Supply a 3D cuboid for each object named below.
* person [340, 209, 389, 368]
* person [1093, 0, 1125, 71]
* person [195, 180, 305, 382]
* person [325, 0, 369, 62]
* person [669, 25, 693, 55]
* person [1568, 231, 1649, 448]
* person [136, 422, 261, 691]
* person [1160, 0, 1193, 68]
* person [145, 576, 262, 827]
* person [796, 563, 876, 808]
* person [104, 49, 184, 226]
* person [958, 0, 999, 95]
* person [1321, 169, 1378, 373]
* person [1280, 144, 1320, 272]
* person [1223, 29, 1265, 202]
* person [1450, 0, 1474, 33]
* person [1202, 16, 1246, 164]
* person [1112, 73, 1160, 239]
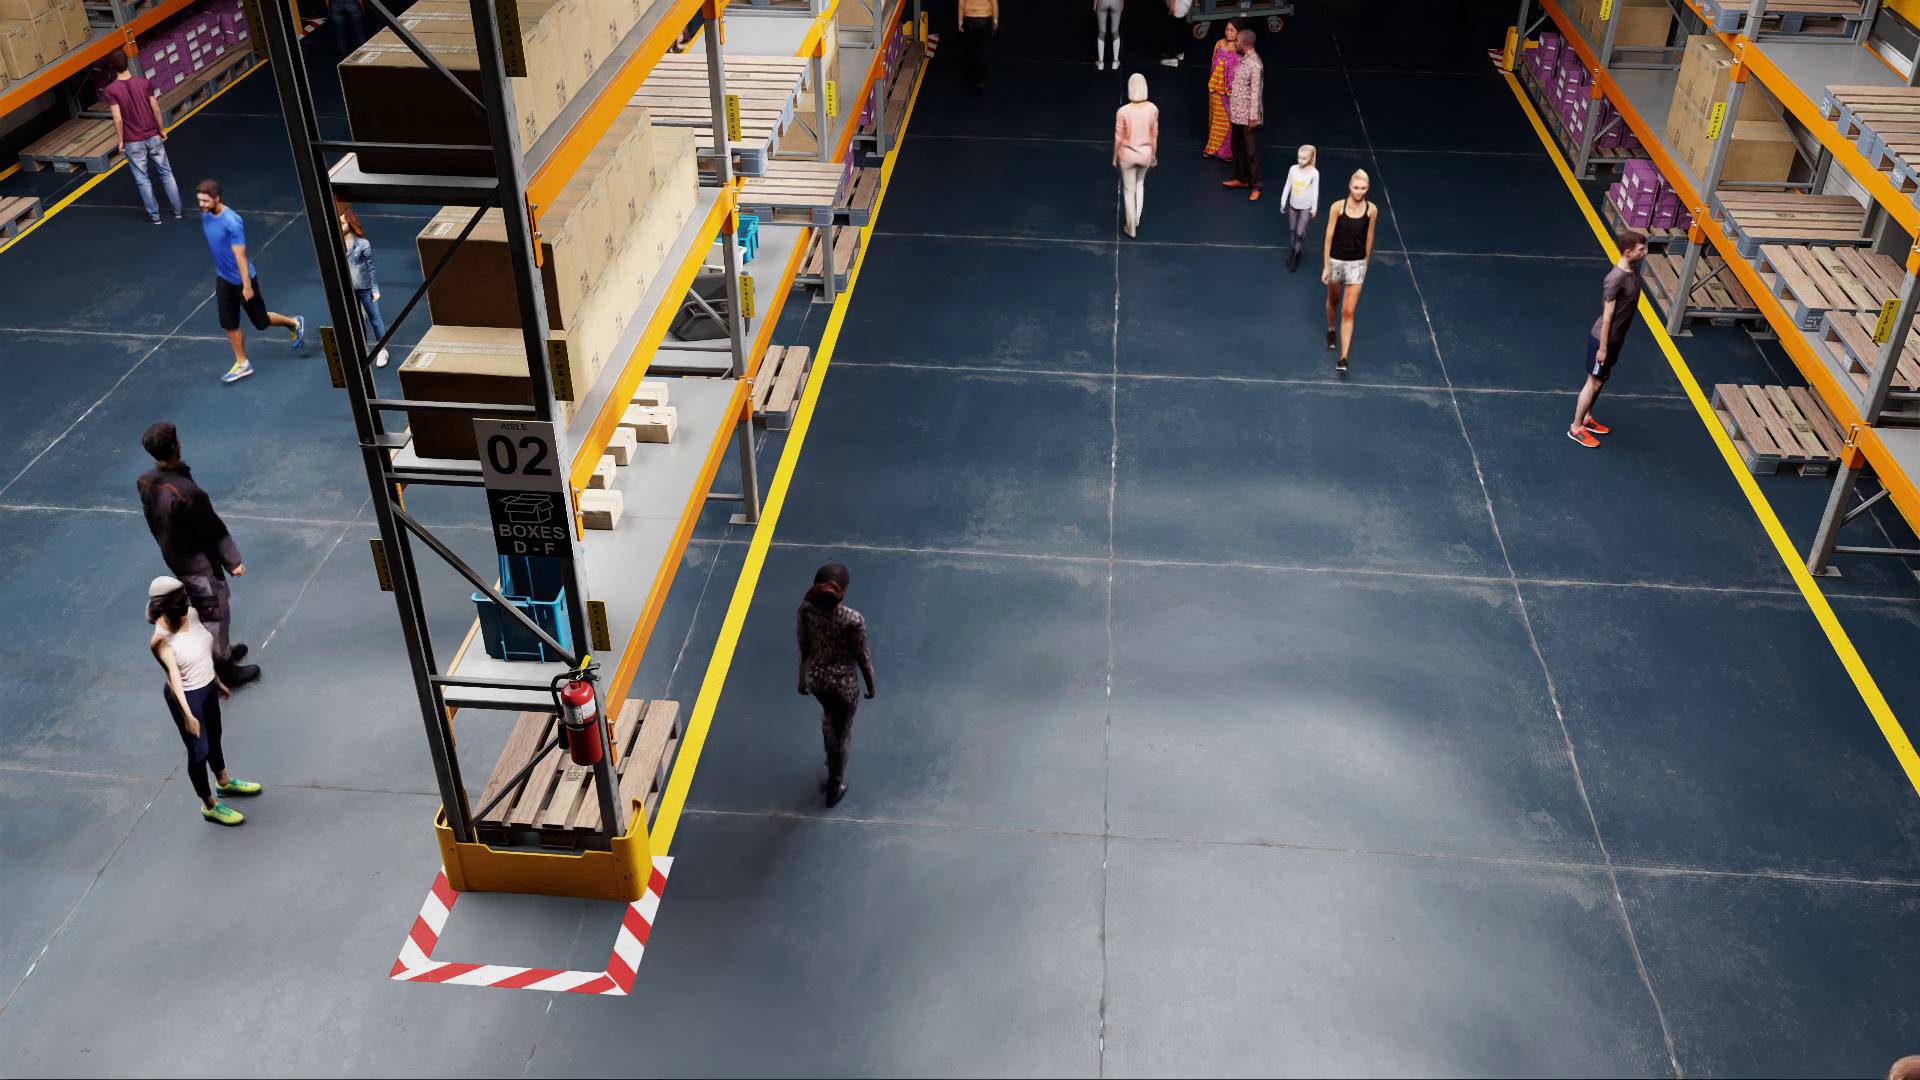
[{"bbox_3d":[-5.408,-2.280,14.953,0.562,1.477,0.500,4,34,6],"label":"person"},{"bbox_3d":[1.970,-7.096,21.995,0.554,1.703,0.531,2,34,3],"label":"person"},{"bbox_3d":[-6.309,-2.335,14.711,0.930,1.838,1.198,20,38,27],"label":"person"},{"bbox_3d":[-8.014,-6.945,21.674,0.668,1.806,0.639,-1,34,-2],"label":"person"},{"bbox_3d":[-3.174,-5.315,19.458,0.631,1.545,0.917,6,34,9],"label":"person"},{"bbox_3d":[5.346,-1.675,13.705,0.796,1.851,0.673,22,40,30],"label":"person"},{"bbox_3d":[-5.073,0.135,10.904,0.845,1.939,0.847,25,41,32],"label":"person"},{"bbox_3d":[2.877,-7.169,22.129,0.856,1.677,0.728,18,38,25],"label":"person"},{"bbox_3d":[-4.571,0.933,9.913,0.659,1.707,0.470,1,34,2],"label":"person"},{"bbox_3d":[-0.796,0.911,9.948,0.685,1.703,0.726,12,35,17],"label":"person"},{"bbox_3d":[-8.671,-4.277,17.624,0.719,1.847,0.793,-28,42,-35],"label":"person"},{"bbox_3d":[0.223,-6.563,21.167,0.716,1.732,1.164,1,34,2],"label":"person"},{"bbox_3d":[3.465,-2.503,15.009,0.625,1.788,1.177,5,34,8],"label":"person"},{"bbox_3d":[3.473,-3.401,16.831,0.655,1.266,0.737,23,40,30],"label":"person"},{"bbox_3d":[3.187,-4.673,18.280,1.026,1.781,0.716,-14,36,-20],"label":"person"},{"bbox_3d":[7.205,-8.085,23.467,0.757,1.720,0.826,-27,42,-34],"label":"person"},{"bbox_3d":[3.093,-5.219,19.187,0.763,1.686,0.799,20,38,27],"label":"person"},{"bbox_3d":[1.842,-3.961,17.267,0.699,1.716,0.719,-7,34,-11],"label":"person"}]
